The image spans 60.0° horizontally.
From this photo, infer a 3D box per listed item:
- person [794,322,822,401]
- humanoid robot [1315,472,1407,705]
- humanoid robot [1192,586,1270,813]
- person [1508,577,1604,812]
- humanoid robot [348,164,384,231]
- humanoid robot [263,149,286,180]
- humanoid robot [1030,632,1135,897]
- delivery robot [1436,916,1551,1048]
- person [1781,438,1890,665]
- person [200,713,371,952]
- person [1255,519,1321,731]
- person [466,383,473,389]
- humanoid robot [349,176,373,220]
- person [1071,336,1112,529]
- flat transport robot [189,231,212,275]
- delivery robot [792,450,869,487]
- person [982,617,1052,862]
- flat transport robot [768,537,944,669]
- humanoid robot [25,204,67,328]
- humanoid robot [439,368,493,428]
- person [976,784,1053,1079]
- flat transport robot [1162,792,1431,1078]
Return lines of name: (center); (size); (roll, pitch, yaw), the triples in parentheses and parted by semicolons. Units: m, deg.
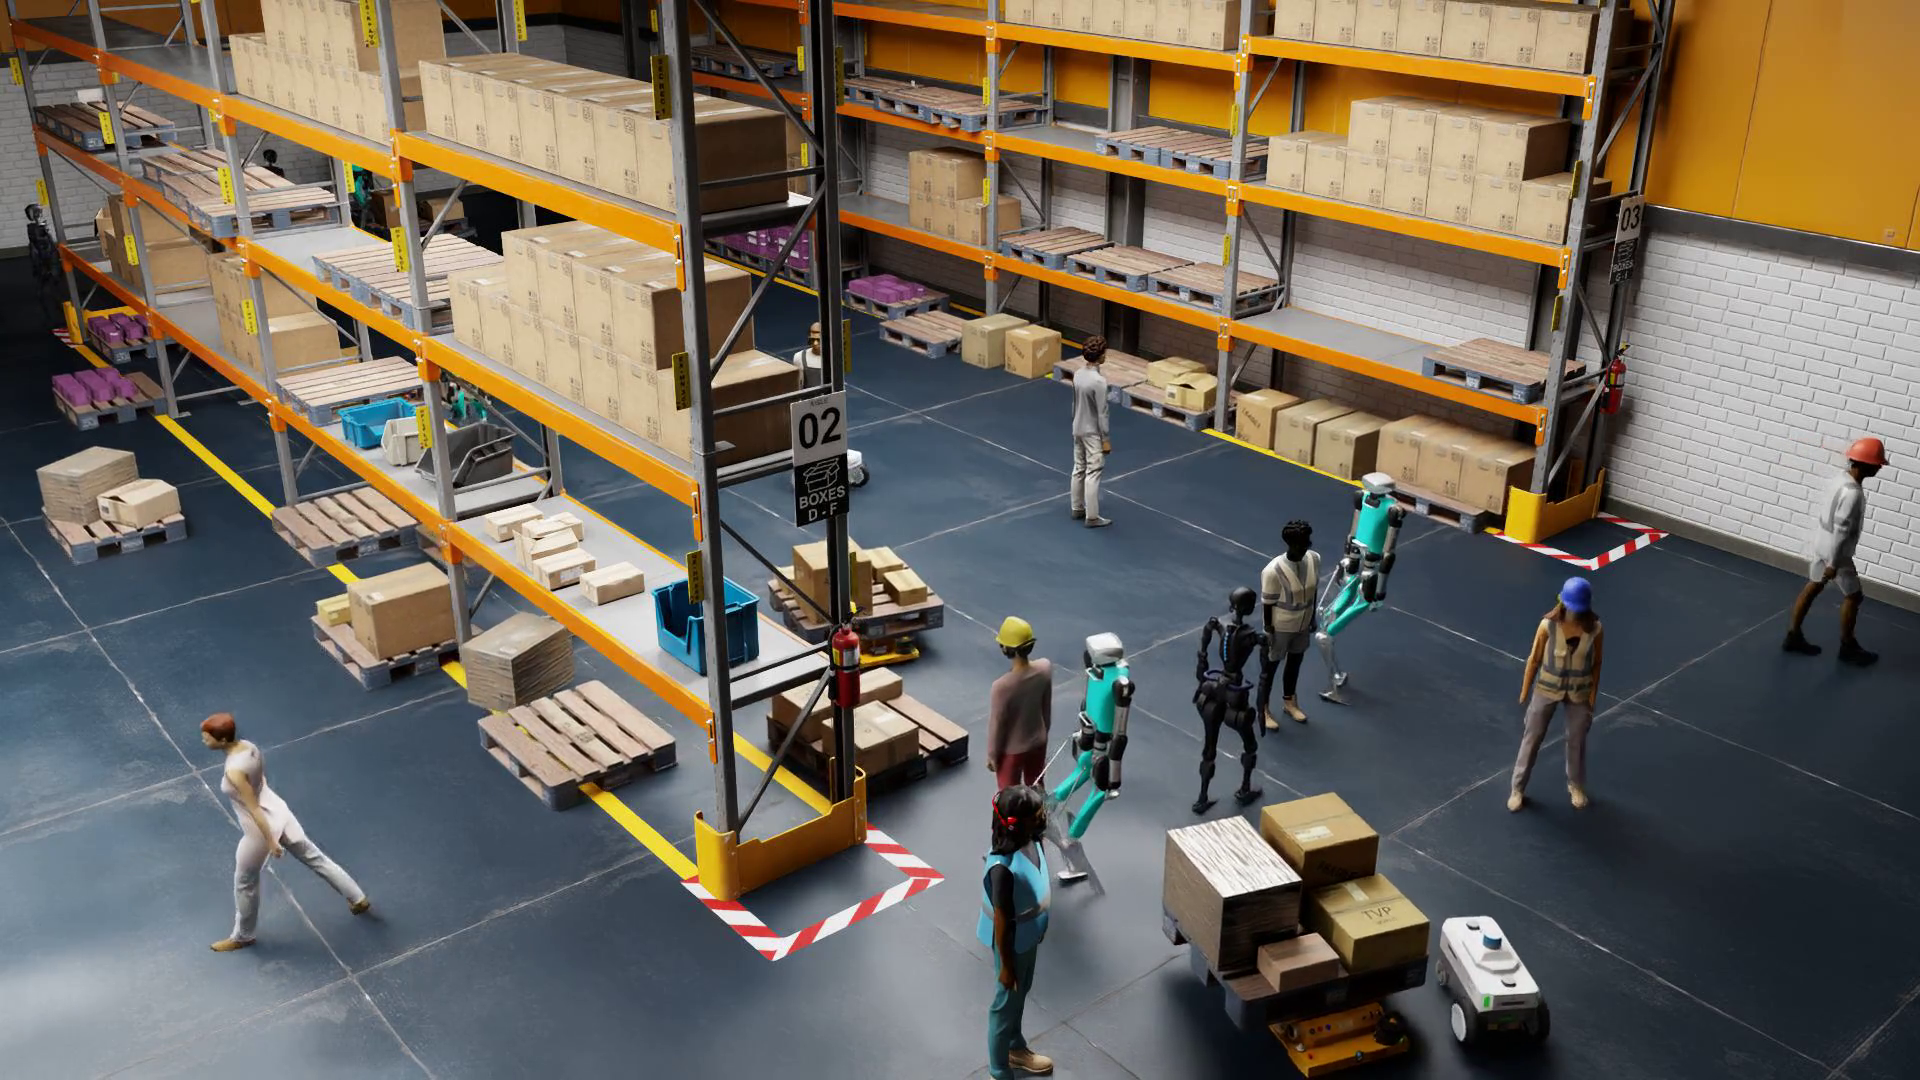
person: (-1.399, -1.284, 16.630); (0.504, 1.846, 0.350); (-1, 23, -2)
humanoid robot: (2.954, 0.385, 12.896); (0.877, 1.770, 0.586); (-10, 25, -22)
humanoid robot: (1.842, 1.073, 11.399); (0.601, 1.639, 0.551); (19, 30, 37)
person: (4.115, 1.046, 11.350); (0.561, 1.767, 0.396); (4, 24, 9)
humanoid robot: (-9.779, -5.851, 27.381); (0.555, 1.809, 0.792); (5, 24, 12)
humanoid robot: (-10.739, -5.302, 26.139); (0.590, 1.648, 0.429); (10, 25, 22)
humanoid robot: (0.718, 1.466, 10.454); (0.668, 1.848, 0.543); (-9, 25, -19)
delivery robot: (3.014, 2.492, 9.497); (0.499, 0.583, 0.775); (-2, 23, -5)
person: (7.189, 0.088, 13.369); (0.835, 1.905, 0.565); (7, 24, 16)
person: (-4.105, 1.710, 10.008); (0.902, 1.603, 0.486); (-3, 24, -7)
person: (2.450, 0.619, 12.417); (0.528, 1.688, 0.322); (-14, 27, -29)
person: (-5.579, -2.528, 19.625); (0.647, 1.750, 0.504); (7, 24, 16)
humanoid robot: (-10.461, -6.350, 28.515); (0.847, 1.773, 0.541); (12, 26, 26)
person: (1.245, -1.036, 16.001); (0.402, 1.892, 0.535); (-14, 27, -29)
flat transport robot: (-10.988, -3.449, 23.629); (1.431, 0.231, 0.659); (-9, 25, -19)
delivery robot: (-1.341, -0.758, 17.062); (0.802, 0.613, 0.499); (14, 27, 30)
person: (0.366, 1.308, 10.740); (0.523, 1.760, 0.335); (-19, 30, -37)
flat transport robot: (-0.916, 0.690, 14.044); (0.659, 0.231, 1.431); (-10, 25, -21)
humanoid robot: (-12.322, -3.695, 22.420); (0.608, 1.655, 0.328); (14, 27, 29)
humanoid robot: (-5.152, -1.547, 17.409); (0.566, 1.794, 0.793); (-4, 24, -9)
person: (0.295, 2.112, 8.739); (0.391, 1.866, 0.514); (8, 25, 17)
flat transport robot: (1.950, 2.553, 9.732); (0.659, 0.231, 1.431); (-8, 25, -18)
